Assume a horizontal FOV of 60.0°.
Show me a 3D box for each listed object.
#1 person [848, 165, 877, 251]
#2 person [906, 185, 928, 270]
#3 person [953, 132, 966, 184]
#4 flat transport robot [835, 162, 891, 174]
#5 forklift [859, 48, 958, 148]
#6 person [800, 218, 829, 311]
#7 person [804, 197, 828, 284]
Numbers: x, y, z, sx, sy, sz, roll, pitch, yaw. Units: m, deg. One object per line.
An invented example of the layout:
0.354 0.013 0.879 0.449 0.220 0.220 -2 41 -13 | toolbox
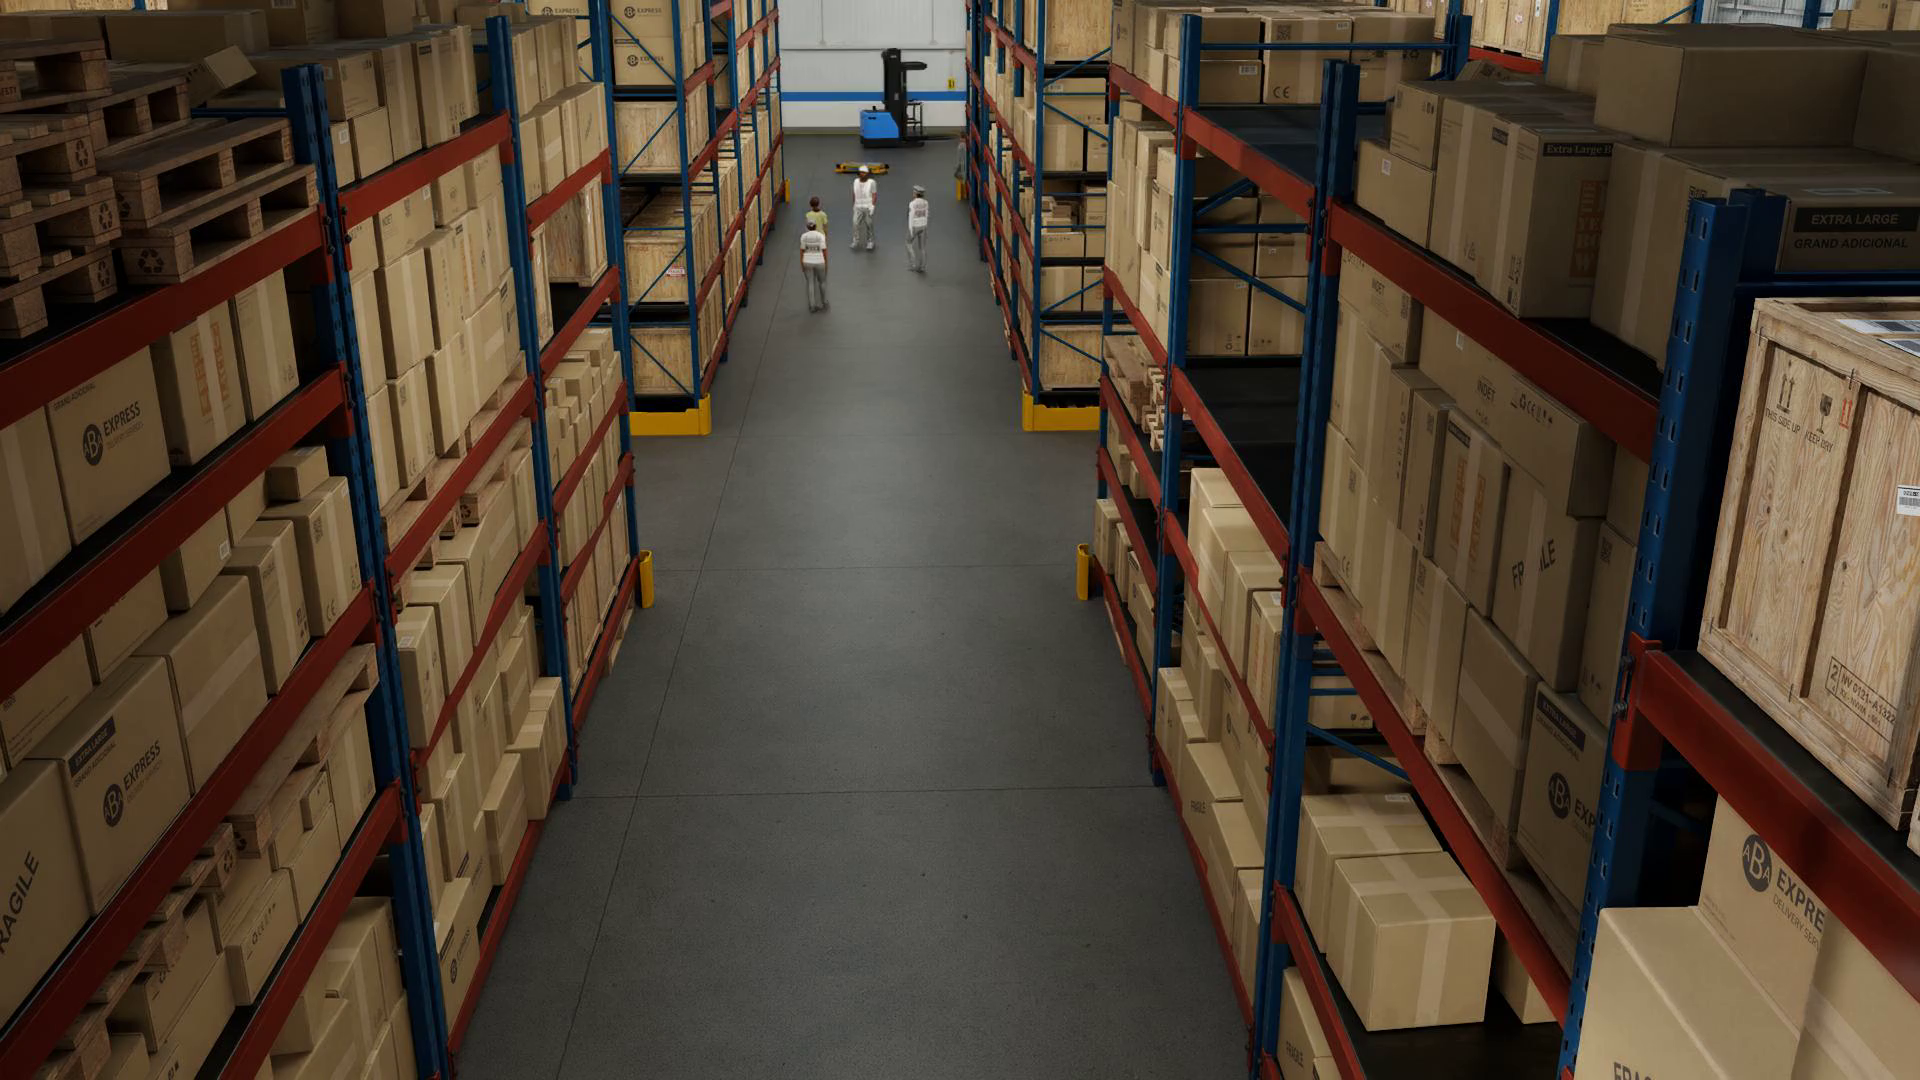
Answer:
-2.059 -7.016 35.222 0.555 1.762 0.809 5 21 13 | person
-0.853 -6.243 33.301 0.497 1.699 0.418 -13 24 -30 | person
0.064 -9.577 42.355 0.405 1.600 0.481 -7 21 -17 | person
-2.729 -10.450 46.716 1.431 0.248 0.659 7 22 18 | flat transport robot
-1.584 -13.774 51.747 3.031 2.941 1.121 -5 21 -14 | forklift
-2.614 -5.018 30.092 0.493 1.652 0.698 1 21 3 | person
-2.795 -5.836 32.233 0.471 1.645 0.842 -4 21 -11 | person
